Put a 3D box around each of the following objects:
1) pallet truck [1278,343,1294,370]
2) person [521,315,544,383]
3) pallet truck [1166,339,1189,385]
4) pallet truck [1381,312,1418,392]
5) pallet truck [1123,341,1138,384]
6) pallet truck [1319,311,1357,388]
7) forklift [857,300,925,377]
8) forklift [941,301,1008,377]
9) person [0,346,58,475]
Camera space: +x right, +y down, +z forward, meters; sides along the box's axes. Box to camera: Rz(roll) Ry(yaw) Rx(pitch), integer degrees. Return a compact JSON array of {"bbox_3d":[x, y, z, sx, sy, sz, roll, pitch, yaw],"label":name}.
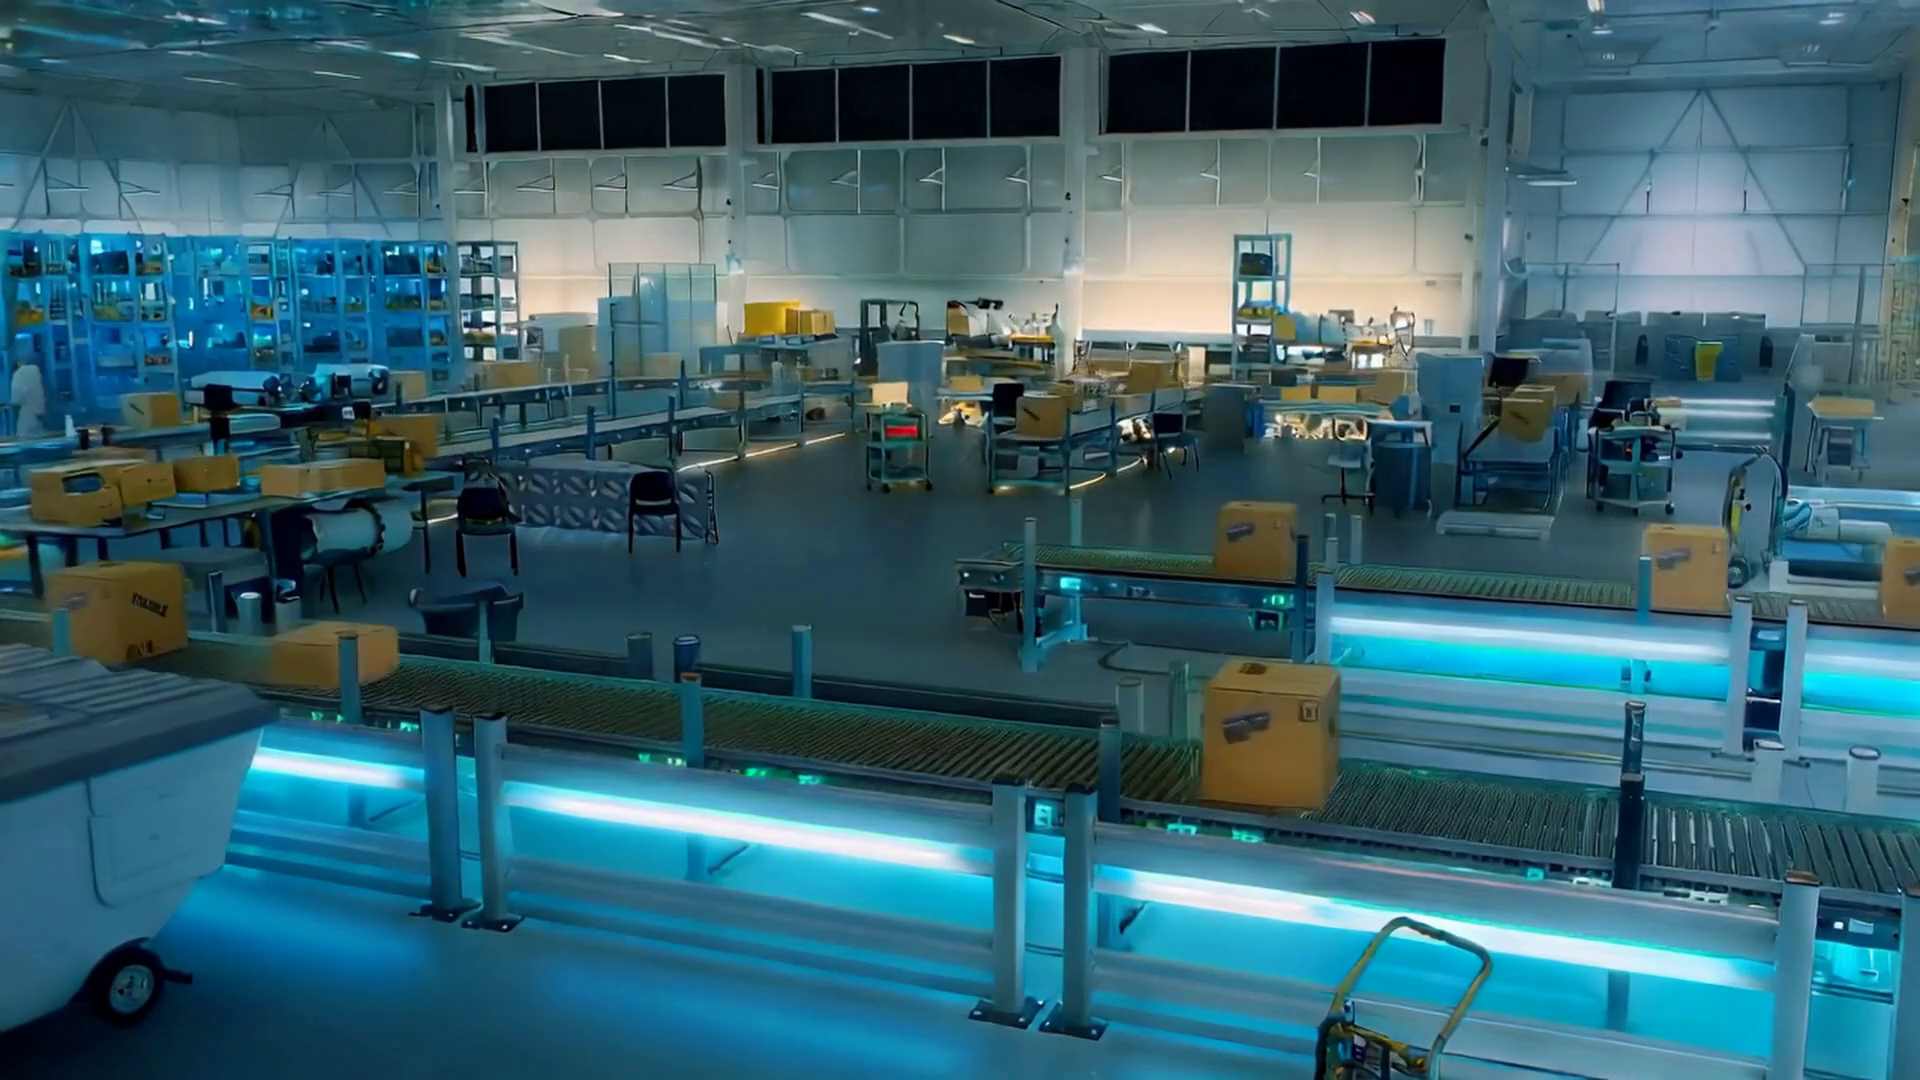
[{"bbox_3d":[7.886,-4.163,39.743,0.653,1.274,1.630,4,10,22],"label":"pallet truck"},{"bbox_3d":[-10.844,-4.785,42.096,0.583,1.783,0.962,-4,10,-24],"label":"person"},{"bbox_3d":[5.418,-4.269,40.420,0.704,1.261,1.522,3,10,20],"label":"pallet truck"},{"bbox_3d":[10.207,-4.283,38.369,0.823,1.965,1.885,3,10,20],"label":"pallet truck"},{"bbox_3d":[4.445,-4.380,41.279,0.680,1.201,1.601,4,10,22],"label":"pallet truck"},{"bbox_3d":[9.071,-4.419,39.190,0.823,1.965,1.885,5,10,26],"label":"pallet truck"},{"bbox_3d":[-1.732,-5.109,42.468,1.157,1.987,2.680,4,10,22],"label":"forklift"},{"bbox_3d":[0.365,-4.966,41.571,1.157,1.987,2.680,3,10,20],"label":"forklift"},{"bbox_3d":[-13.638,-1.874,24.165,0.648,1.862,0.973,9,13,42],"label":"person"}]
